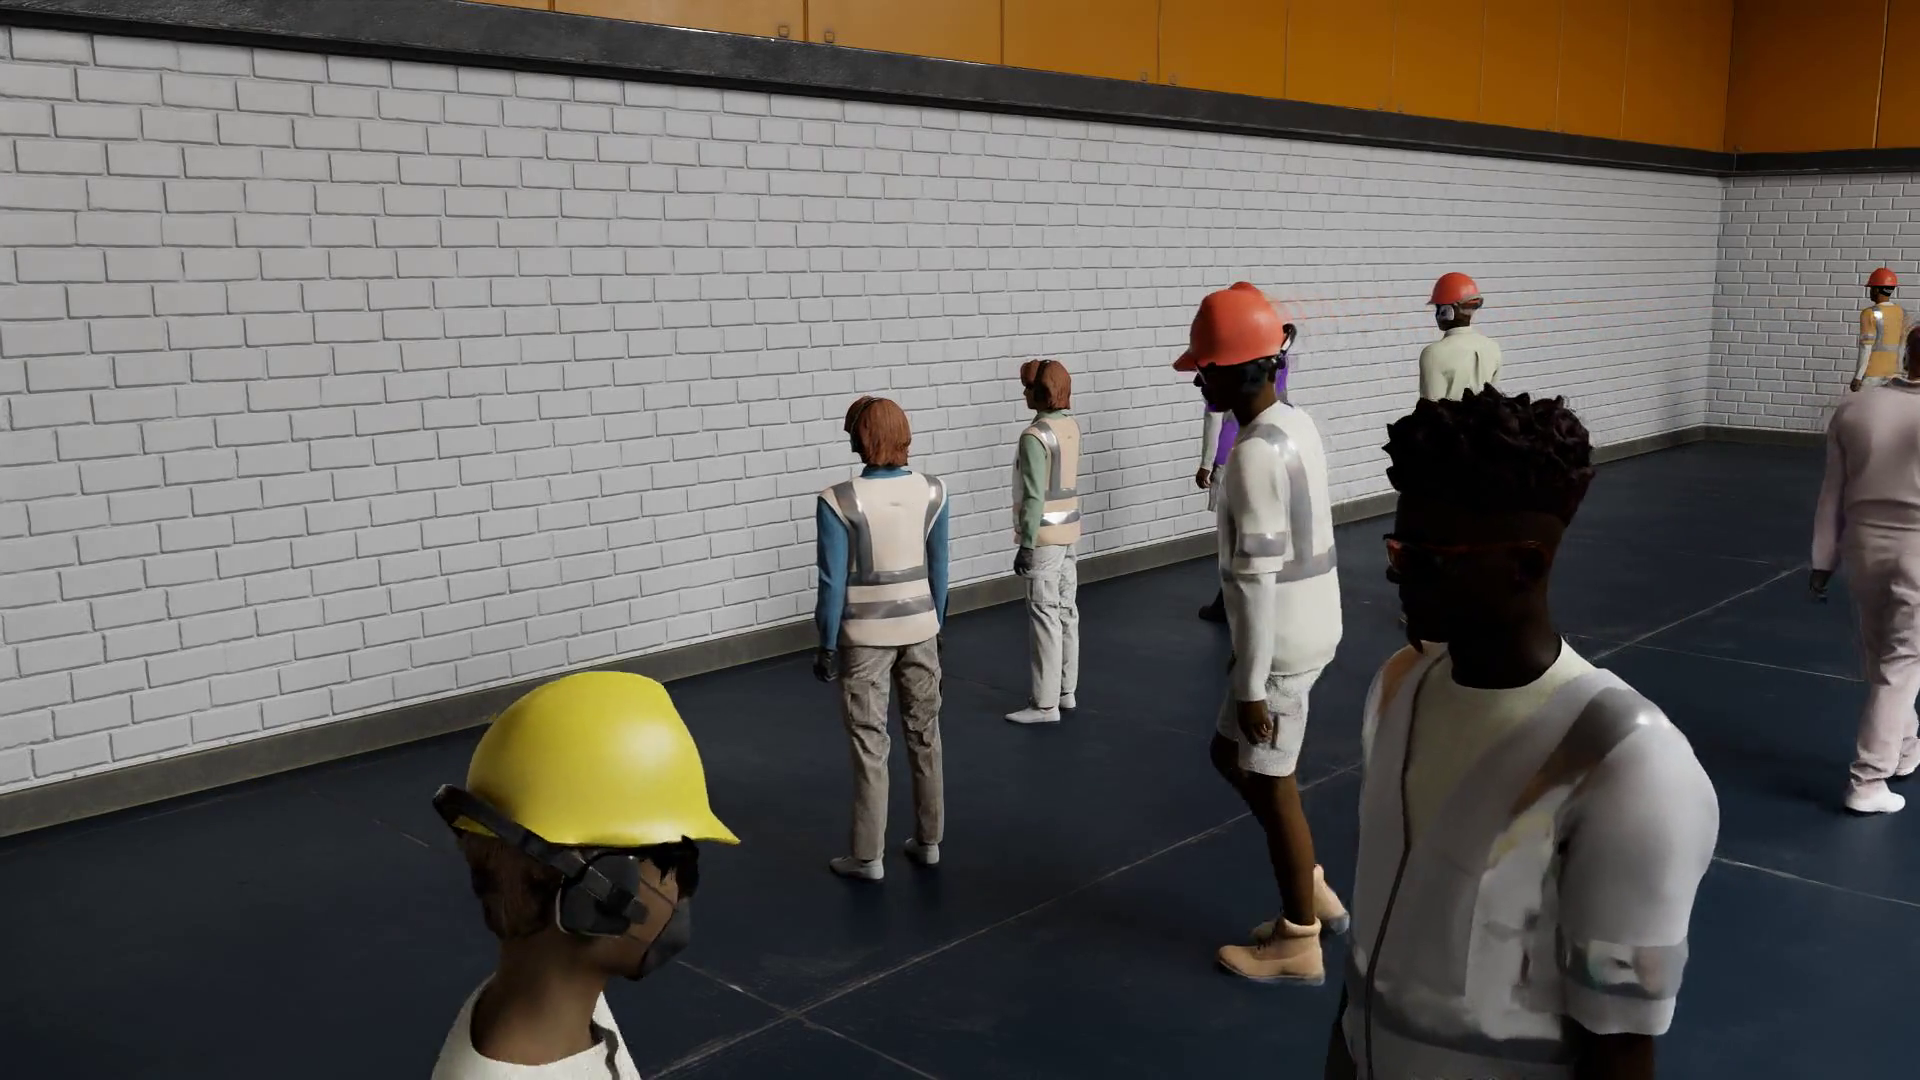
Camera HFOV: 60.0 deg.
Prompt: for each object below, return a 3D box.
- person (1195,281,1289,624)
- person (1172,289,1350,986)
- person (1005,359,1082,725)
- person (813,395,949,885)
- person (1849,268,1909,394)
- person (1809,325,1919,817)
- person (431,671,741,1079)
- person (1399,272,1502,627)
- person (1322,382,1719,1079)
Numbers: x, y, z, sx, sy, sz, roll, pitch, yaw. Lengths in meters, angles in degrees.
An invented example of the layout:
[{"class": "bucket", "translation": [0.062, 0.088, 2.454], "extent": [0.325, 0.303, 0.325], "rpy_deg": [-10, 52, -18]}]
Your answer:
[{"class": "person", "translation": [1.585, -0.488, 9.449], "extent": [0.543, 1.940, 0.361], "rpy_deg": [-4, 11, -23]}, {"class": "person", "translation": [0.853, 0.301, 4.748], "extent": [0.515, 2.010, 0.639], "rpy_deg": [4, 11, 21]}, {"class": "person", "translation": [0.390, 0.009, 7.471], "extent": [0.306, 1.640, 0.522], "rpy_deg": [4, 11, 24]}, {"class": "person", "translation": [-0.255, 0.338, 5.594], "extent": [0.513, 1.642, 0.313], "rpy_deg": [-6, 12, -32]}, {"class": "person", "translation": [8.703, -1.608, 15.831], "extent": [0.545, 1.938, 0.361], "rpy_deg": [-4, 11, -24]}, {"class": "person", "translation": [3.693, 0.093, 6.323], "extent": [0.918, 1.865, 0.680], "rpy_deg": [-6, 12, -30]}, {"class": "person", "translation": [-0.417, 0.994, 1.610], "extent": [0.438, 1.740, 0.552], "rpy_deg": [-1, 10, -7]}, {"class": "person", "translation": [2.733, -0.482, 9.257], "extent": [0.611, 1.995, 0.376], "rpy_deg": [-7, 12, -36]}, {"class": "person", "translation": [0.663, 0.776, 2.186], "extent": [0.397, 1.964, 0.606], "rpy_deg": [-3, 11, -19]}]
